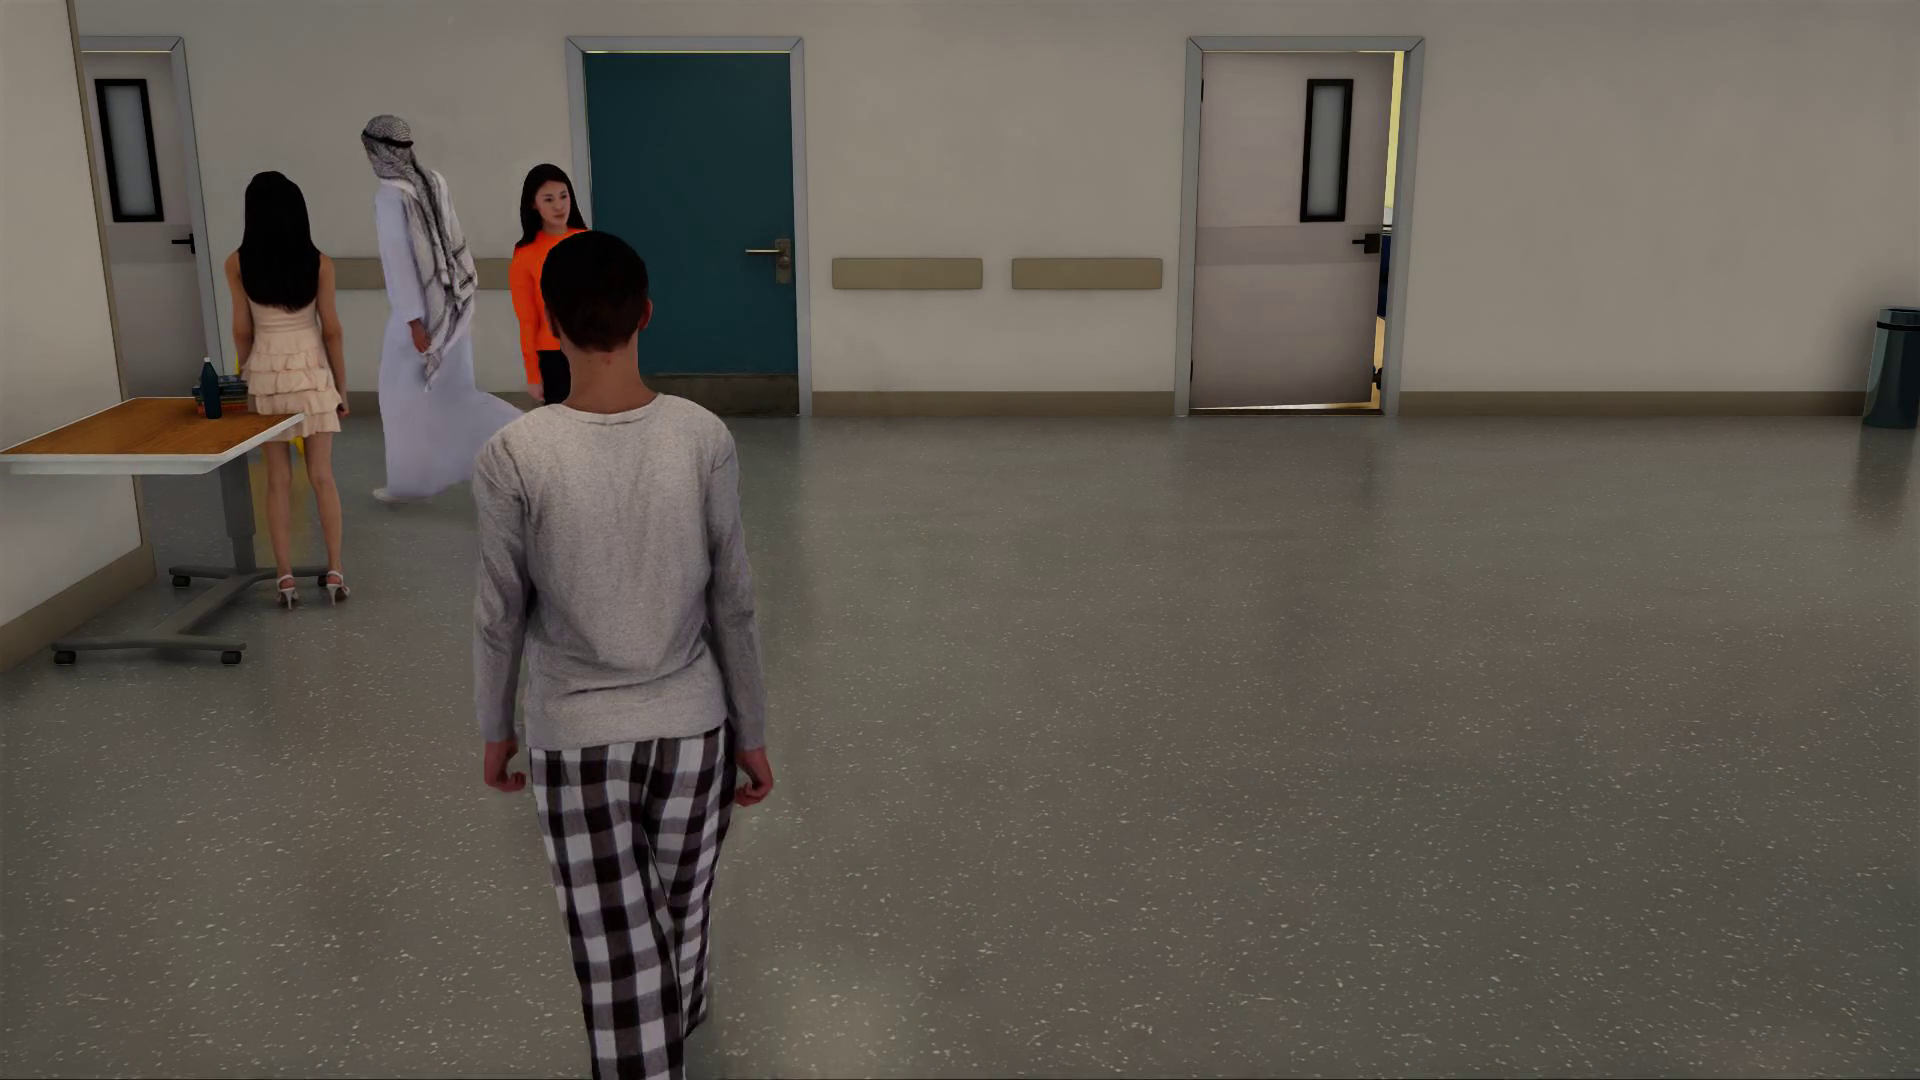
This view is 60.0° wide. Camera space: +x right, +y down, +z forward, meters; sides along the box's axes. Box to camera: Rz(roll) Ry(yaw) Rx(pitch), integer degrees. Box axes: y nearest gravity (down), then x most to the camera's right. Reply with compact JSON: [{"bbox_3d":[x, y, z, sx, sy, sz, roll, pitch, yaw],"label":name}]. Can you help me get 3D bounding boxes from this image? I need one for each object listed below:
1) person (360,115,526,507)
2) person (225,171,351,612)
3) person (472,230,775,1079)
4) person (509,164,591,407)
[{"bbox_3d":[-2.467,-1.055,8.019,1.236,1.884,0.852,3,16,11],"label":"person"},{"bbox_3d":[-2.669,-0.582,6.624,0.559,1.731,0.681,-5,16,-17],"label":"person"},{"bbox_3d":[-0.572,0.407,2.978,1.165,1.807,1.019,-6,17,-21],"label":"person"},{"bbox_3d":[-1.731,-0.743,7.208,1.042,1.725,0.996,15,21,42],"label":"person"}]
